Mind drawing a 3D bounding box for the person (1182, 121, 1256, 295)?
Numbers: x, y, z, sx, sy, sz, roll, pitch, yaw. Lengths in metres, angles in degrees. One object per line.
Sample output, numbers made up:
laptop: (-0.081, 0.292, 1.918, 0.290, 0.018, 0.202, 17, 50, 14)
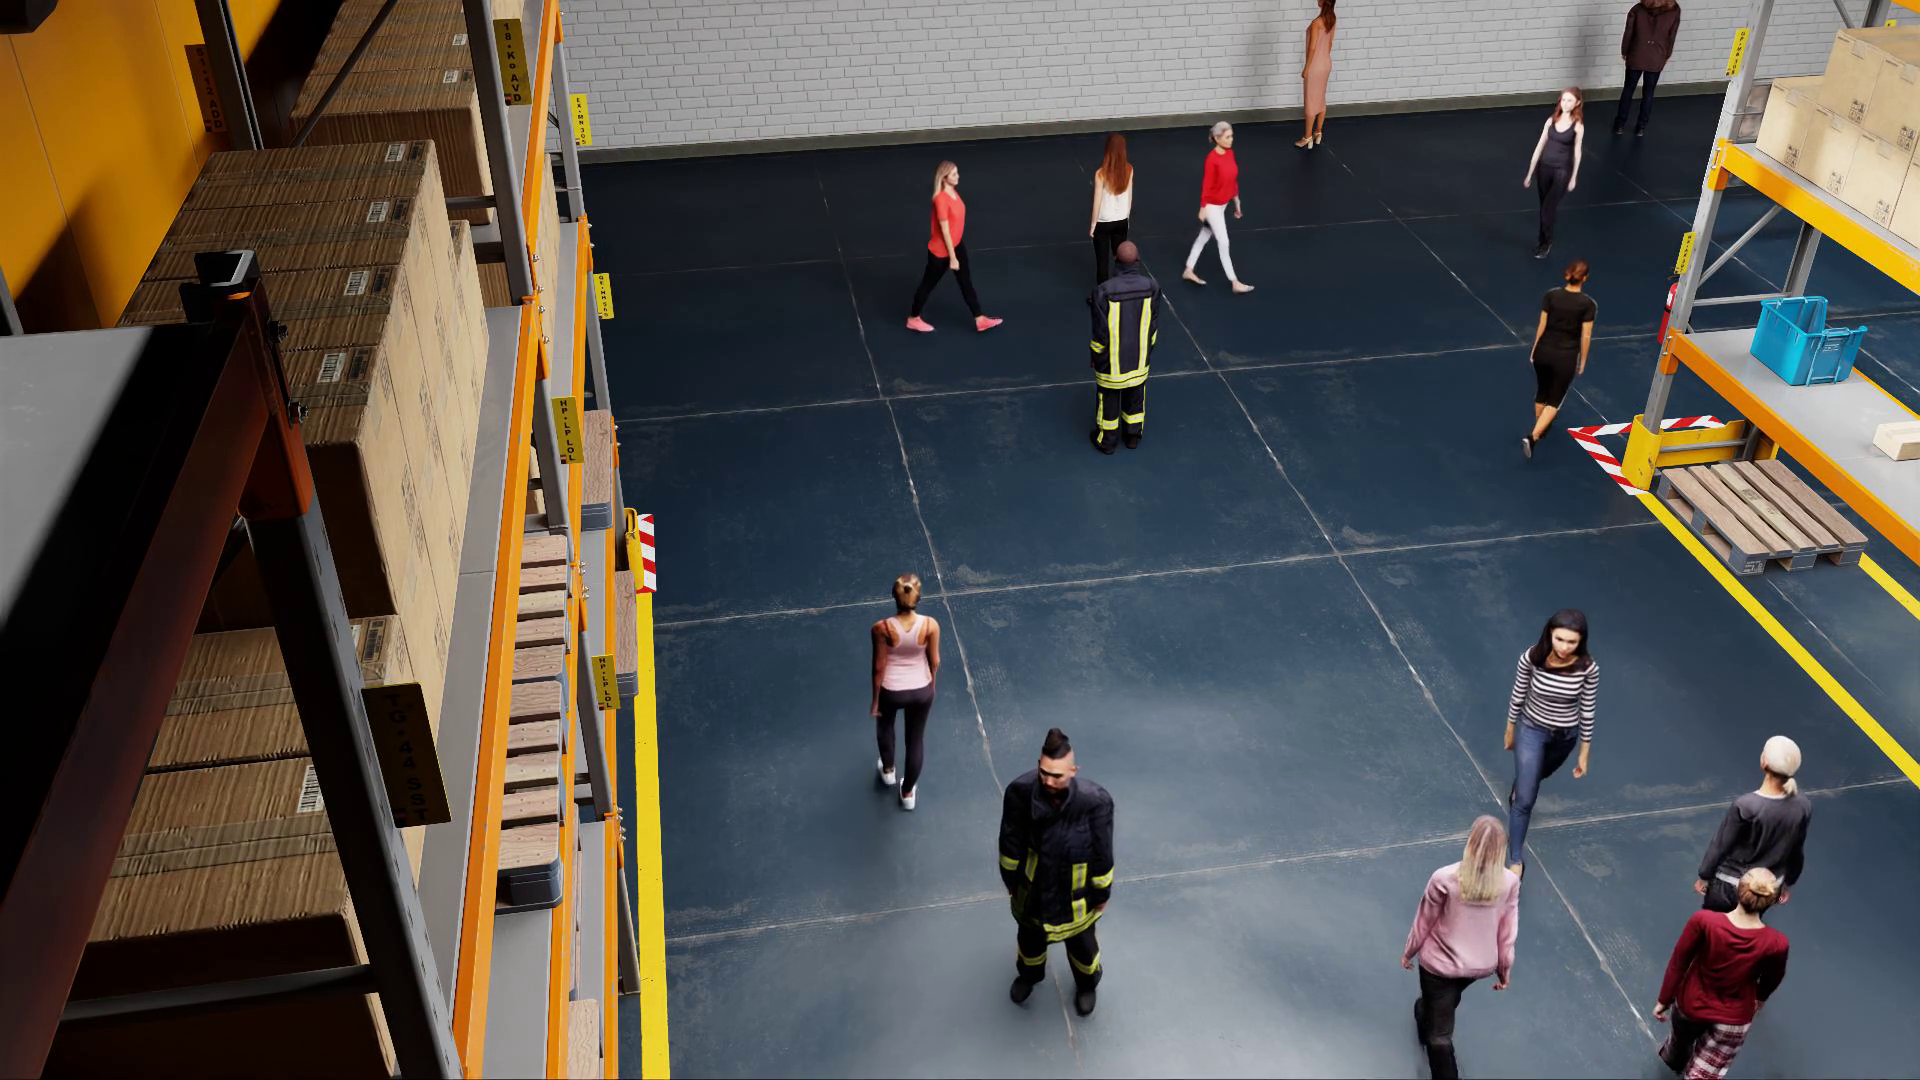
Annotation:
person: (2.375, -3.203, 15.976, 1.096, 1.657, 1.006, 24, 40, 31)

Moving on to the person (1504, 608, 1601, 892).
person: (3.320, 1.092, 9.433, 0.902, 1.747, 1.202, 8, 34, 11)

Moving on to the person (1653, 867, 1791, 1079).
person: (3.514, 2.248, 7.782, 1.062, 1.649, 1.165, 18, 38, 25)

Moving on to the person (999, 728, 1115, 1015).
person: (0.508, 1.677, 8.462, 0.859, 1.847, 0.849, 8, 34, 11)

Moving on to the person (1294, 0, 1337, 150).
person: (4.138, -5.447, 19.193, 0.658, 1.832, 0.678, -28, 42, -35)

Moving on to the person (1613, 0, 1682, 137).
person: (8.074, -5.690, 19.550, 0.861, 1.843, 0.864, 11, 35, 17)

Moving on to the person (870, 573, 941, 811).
person: (-0.311, 0.936, 9.768, 0.604, 1.636, 0.683, -3, 34, -5)

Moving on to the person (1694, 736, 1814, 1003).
person: (4.033, 1.774, 8.439, 0.646, 1.711, 0.717, -3, 34, -5)

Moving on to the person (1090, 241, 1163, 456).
person: (1.309, -1.559, 13.352, 0.766, 1.823, 0.690, -9, 35, -13)

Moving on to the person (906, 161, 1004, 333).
person: (-0.228, -2.613, 15.104, 0.995, 1.640, 1.152, 9, 35, 13)

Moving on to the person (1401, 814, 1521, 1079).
person: (2.420, 2.098, 8.008, 0.749, 1.648, 1.160, -2, 34, -4)

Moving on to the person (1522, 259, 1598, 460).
person: (4.748, -1.434, 13.327, 1.016, 1.643, 1.037, 25, 41, 32)

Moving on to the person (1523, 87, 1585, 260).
person: (6.003, -3.704, 16.663, 0.778, 1.731, 0.832, 28, 43, 35)

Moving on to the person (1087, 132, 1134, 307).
person: (1.426, -2.979, 15.579, 0.625, 1.723, 0.586, -15, 37, -22)
